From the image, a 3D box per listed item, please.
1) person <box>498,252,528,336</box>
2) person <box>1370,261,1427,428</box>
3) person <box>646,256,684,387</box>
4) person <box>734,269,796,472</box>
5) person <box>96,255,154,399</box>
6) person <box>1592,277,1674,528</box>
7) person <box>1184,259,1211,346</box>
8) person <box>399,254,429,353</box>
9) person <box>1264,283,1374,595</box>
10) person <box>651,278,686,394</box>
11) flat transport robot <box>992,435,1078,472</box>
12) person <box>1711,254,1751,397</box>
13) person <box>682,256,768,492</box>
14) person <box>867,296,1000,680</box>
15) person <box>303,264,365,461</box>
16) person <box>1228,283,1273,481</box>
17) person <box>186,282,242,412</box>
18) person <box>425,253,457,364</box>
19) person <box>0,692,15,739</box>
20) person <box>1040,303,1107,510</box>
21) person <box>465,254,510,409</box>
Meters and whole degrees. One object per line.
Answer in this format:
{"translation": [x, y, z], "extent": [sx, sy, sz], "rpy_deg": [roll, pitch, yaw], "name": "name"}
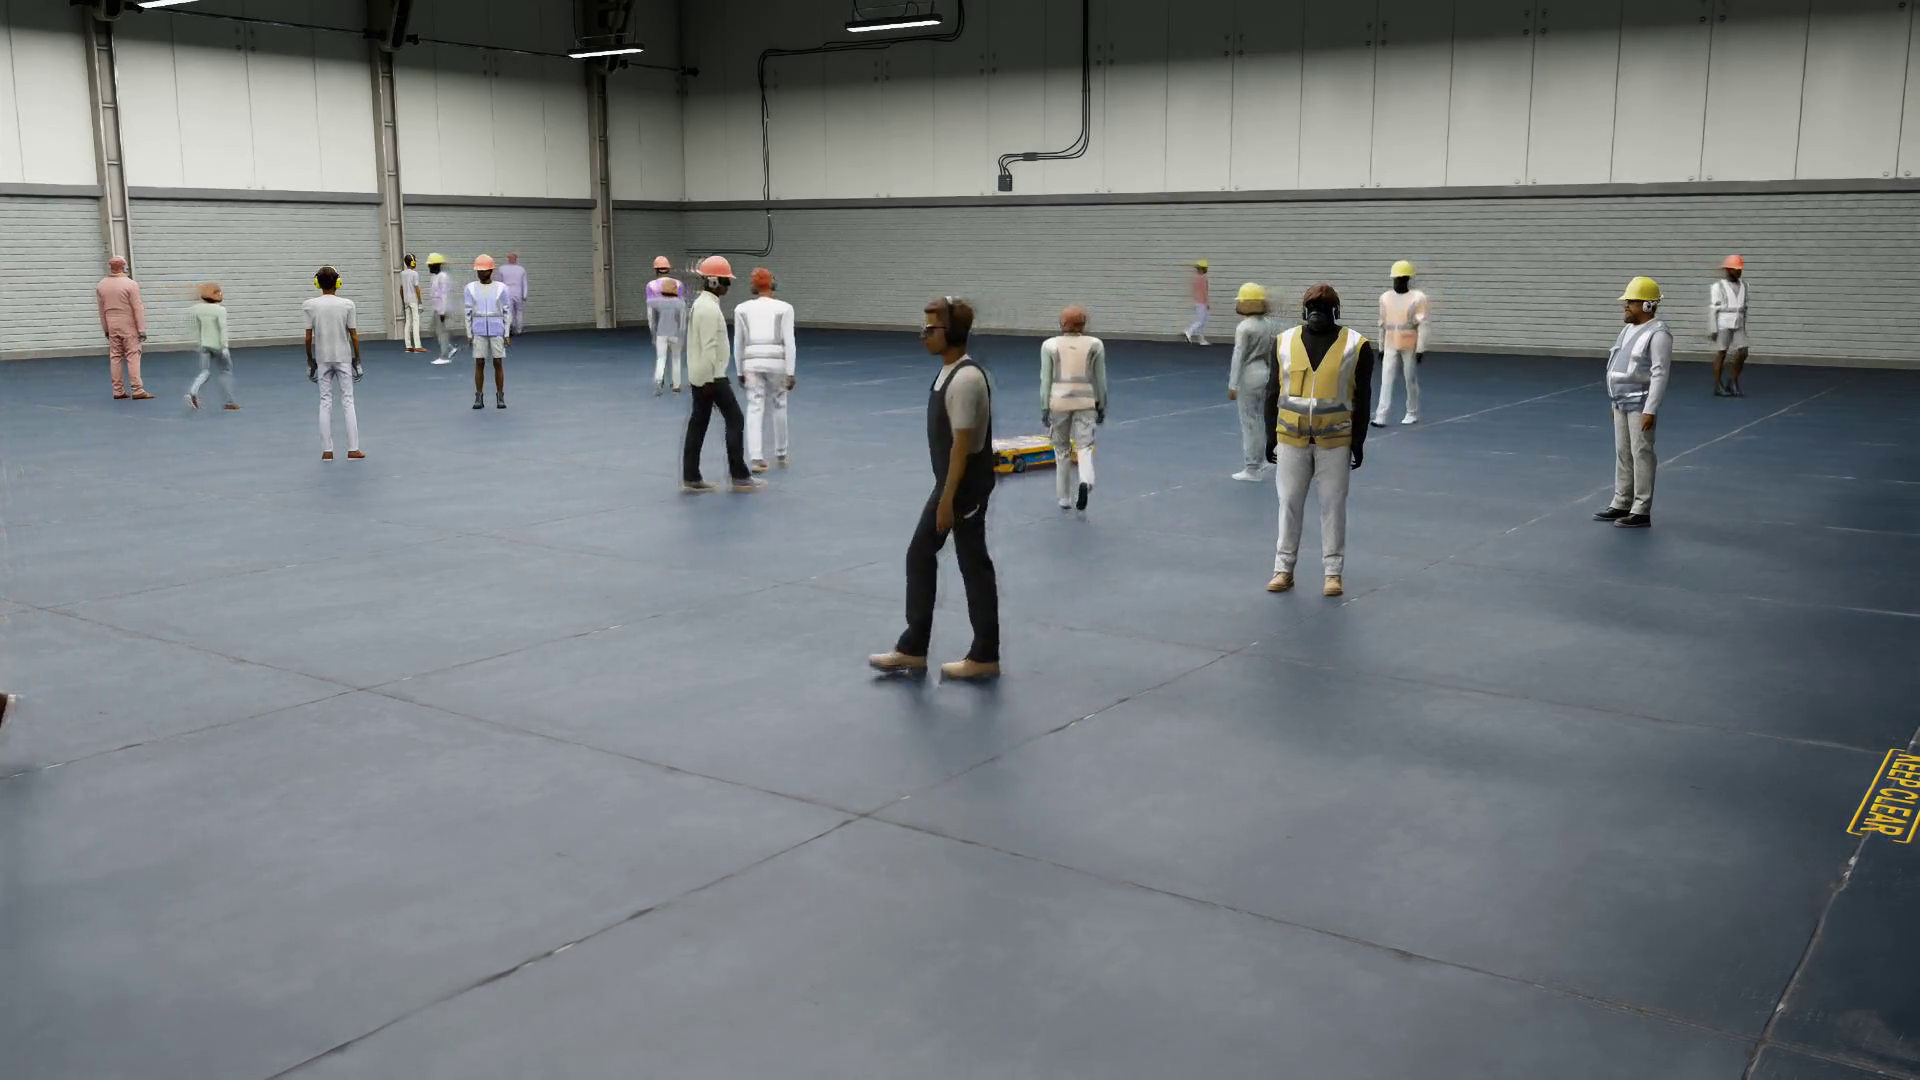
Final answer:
{"translation": [-9.991, -5.491, 37.196], "extent": [0.646, 1.878, 0.802], "rpy_deg": [-3, 11, -17], "name": "person"}
{"translation": [4.990, -2.215, 18.859], "extent": [0.604, 1.871, 0.980], "rpy_deg": [8, 13, 37], "name": "person"}
{"translation": [-4.264, -3.166, 24.137], "extent": [0.547, 1.904, 0.936], "rpy_deg": [-3, 11, -16], "name": "person"}
{"translation": [-1.778, -1.561, 15.291], "extent": [0.609, 1.828, 0.985], "rpy_deg": [1, 10, 5], "name": "person"}
{"translation": [-11.133, -2.828, 22.188], "extent": [0.651, 1.913, 0.410], "rpy_deg": [2, 10, 14], "name": "person"}
{"translation": [4.951, -1.008, 12.217], "extent": [0.404, 1.833, 0.588], "rpy_deg": [-1, 10, -6], "name": "person"}
{"translation": [4.825, -4.784, 33.571], "extent": [0.577, 1.750, 0.541], "rpy_deg": [-3, 10, -14], "name": "person"}
{"translation": [-10.444, -4.504, 31.722], "extent": [0.521, 1.862, 0.328], "rpy_deg": [6, 12, 30], "name": "person"}
{"translation": [2.109, -0.594, 9.874], "extent": [0.627, 1.844, 0.429], "rpy_deg": [4, 11, 20], "name": "person"}
{"translation": [-4.023, -2.801, 22.904], "extent": [0.498, 1.601, 0.716], "rpy_deg": [0, 10, 1], "name": "person"}
{"translation": [0.527, -0.811, 15.486], "extent": [0.652, 0.197, 1.431], "rpy_deg": [9, 14, 42], "name": "flat transport robot"}
{"translation": [10.413, -2.876, 22.425], "extent": [0.586, 1.919, 0.549], "rpy_deg": [-2, 10, -10], "name": "person"}
{"translation": [-1.968, -1.375, 13.894], "extent": [0.834, 1.959, 0.626], "rpy_deg": [-4, 11, -20], "name": "person"}
{"translation": [-0.144, -0.220, 7.825], "extent": [0.759, 1.822, 0.541], "rpy_deg": [-2, 10, -12], "name": "person"}
{"translation": [-5.995, -1.691, 15.929], "extent": [0.514, 1.876, 0.328], "rpy_deg": [-2, 10, -11], "name": "person"}
{"translation": [2.525, -1.378, 14.554], "extent": [0.364, 1.727, 0.511], "rpy_deg": [9, 13, 41], "name": "person"}
{"translation": [-9.242, -2.375, 20.497], "extent": [0.507, 1.605, 0.714], "rpy_deg": [4, 11, 20], "name": "person"}
{"translation": [-8.981, -3.984, 28.654], "extent": [0.411, 1.913, 0.616], "rpy_deg": [-6, 12, -29], "name": "person"}
{"translation": [-4.130, 0.105, 6.599], "extent": [0.605, 1.616, 0.503], "rpy_deg": [-1, 10, -6], "name": "person"}
{"translation": [0.880, -1.014, 12.847], "extent": [0.527, 1.616, 0.647], "rpy_deg": [0, 10, -1], "name": "person"}
{"translation": [-5.930, -2.611, 20.913], "extent": [0.547, 1.934, 0.376], "rpy_deg": [-2, 10, -12], "name": "person"}
